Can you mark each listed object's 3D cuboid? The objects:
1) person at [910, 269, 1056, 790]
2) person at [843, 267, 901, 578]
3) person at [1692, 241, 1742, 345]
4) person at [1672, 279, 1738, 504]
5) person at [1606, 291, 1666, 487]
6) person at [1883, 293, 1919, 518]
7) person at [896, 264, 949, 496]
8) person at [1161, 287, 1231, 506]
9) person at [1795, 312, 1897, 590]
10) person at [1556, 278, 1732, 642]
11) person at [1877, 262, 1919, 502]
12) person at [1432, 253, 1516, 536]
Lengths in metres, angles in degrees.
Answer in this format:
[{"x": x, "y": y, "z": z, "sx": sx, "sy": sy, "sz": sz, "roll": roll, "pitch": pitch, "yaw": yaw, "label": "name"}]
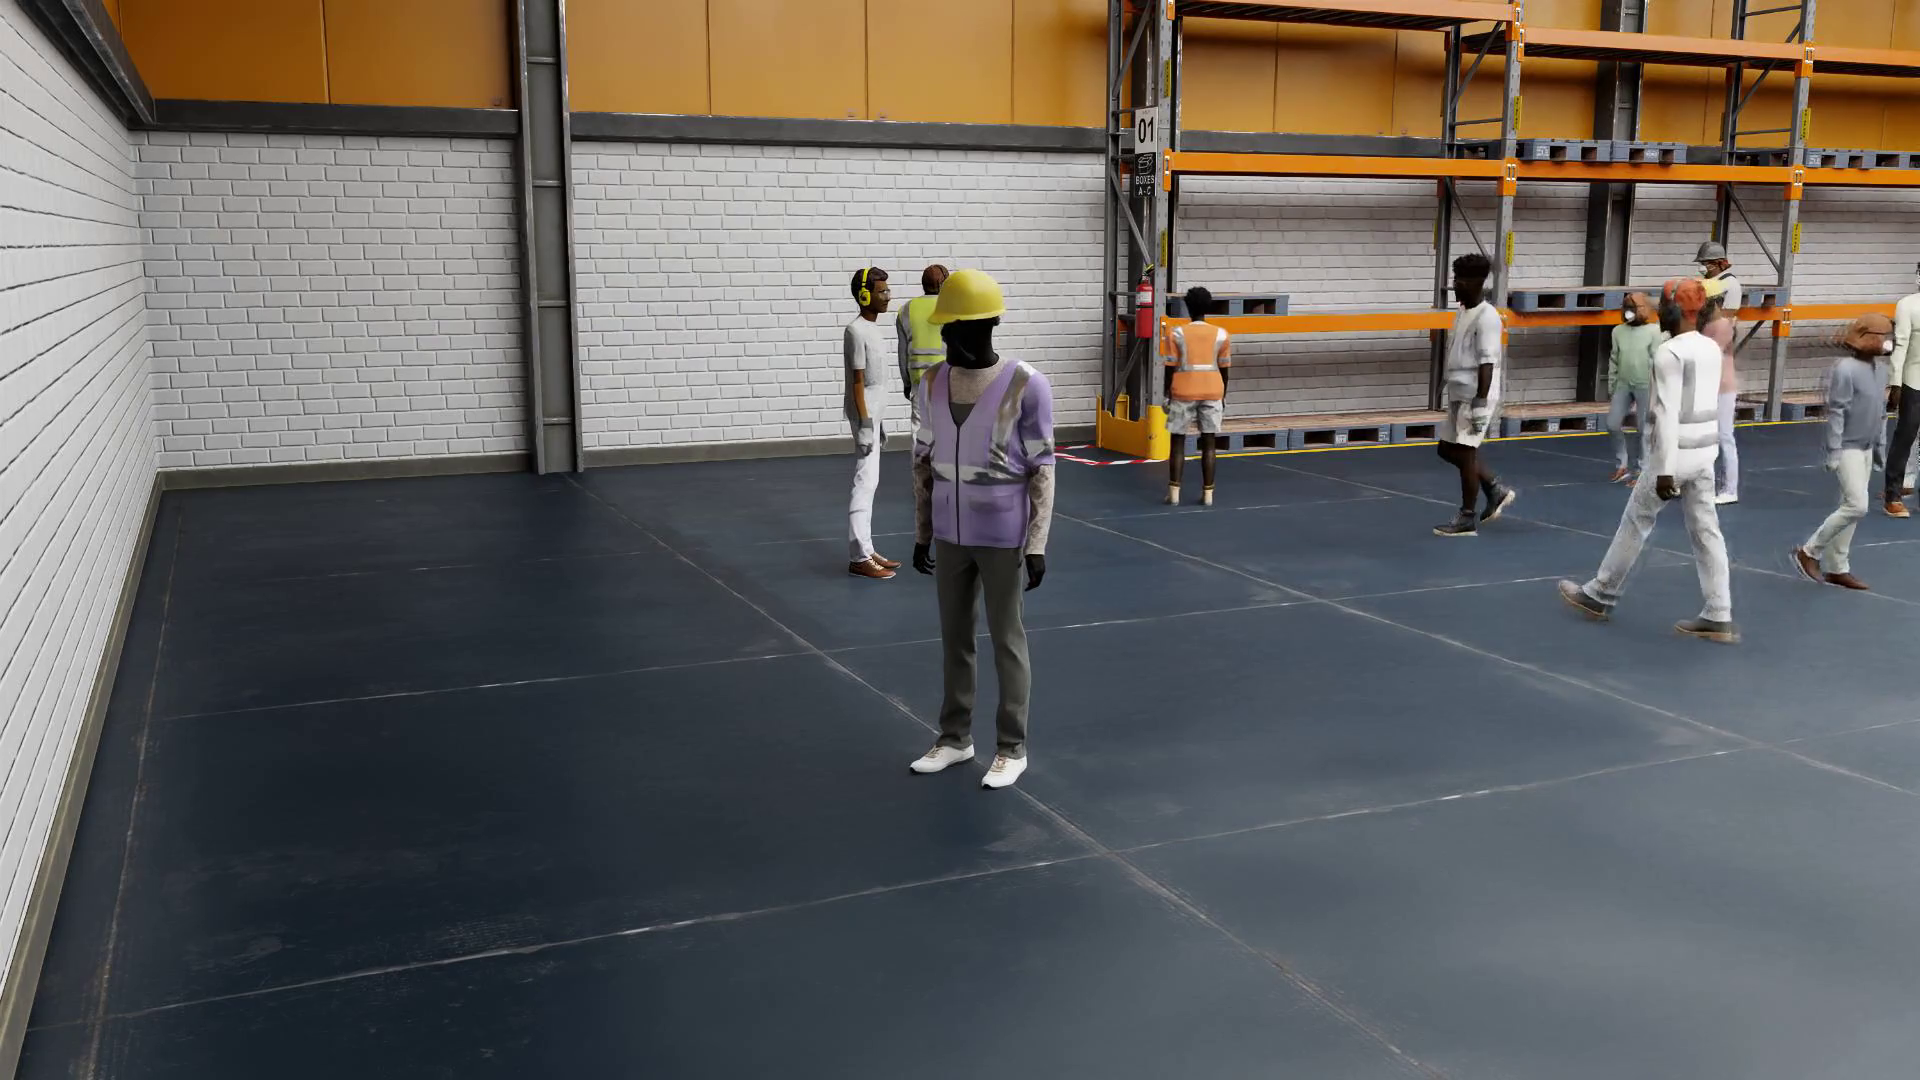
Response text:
[{"x": 0.062, "y": -0.034, "z": 6.178, "sx": 0.594, "sy": 1.920, "sz": 0.377, "roll": 7, "pitch": 12, "yaw": 35, "label": "person"}, {"x": -0.538, "y": -0.711, "z": 10.097, "sx": 0.328, "sy": 1.872, "sz": 0.509, "roll": 1, "pitch": 10, "yaw": 5, "label": "person"}, {"x": 7.682, "y": -2.063, "z": 17.150, "sx": 0.535, "sy": 2.000, "sz": 0.679, "roll": -1, "pitch": 10, "yaw": -6, "label": "person"}, {"x": 5.726, "y": -1.134, "z": 12.837, "sx": 0.695, "sy": 1.730, "sz": 0.558, "roll": 1, "pitch": 10, "yaw": 4, "label": "person"}, {"x": 5.567, "y": -1.237, "z": 13.741, "sx": 0.404, "sy": 1.615, "sz": 0.533, "roll": -8, "pitch": 13, "yaw": -37, "label": "person"}, {"x": 7.117, "y": -1.147, "z": 12.178, "sx": 0.623, "sy": 1.992, "sz": 0.396, "roll": 0, "pitch": 10, "yaw": -2, "label": "person"}, {"x": -0.185, "y": -1.256, "z": 13.209, "sx": 0.621, "sy": 1.845, "sz": 0.429, "roll": 5, "pitch": 11, "yaw": 24, "label": "person"}, {"x": 1.819, "y": -1.100, "z": 12.811, "sx": 0.540, "sy": 1.674, "sz": 0.360, "roll": -1, "pitch": 10, "yaw": -5, "label": "person"}, {"x": 5.186, "y": -0.504, "z": 9.620, "sx": 0.512, "sy": 1.620, "sz": 0.341, "roll": -8, "pitch": 13, "yaw": -37, "label": "person"}, {"x": 3.651, "y": -0.430, "z": 8.636, "sx": 0.596, "sy": 1.827, "sz": 0.986, "roll": -7, "pitch": 13, "yaw": -36, "label": "person"}, {"x": 7.530, "y": -1.252, "z": 12.948, "sx": 0.388, "sy": 1.944, "sz": 0.628, "roll": -2, "pitch": 10, "yaw": -11, "label": "person"}, {"x": 3.559, "y": -0.988, "z": 11.415, "sx": 0.506, "sy": 1.946, "sz": 0.633, "roll": 0, "pitch": 10, "yaw": -1, "label": "person"}]
